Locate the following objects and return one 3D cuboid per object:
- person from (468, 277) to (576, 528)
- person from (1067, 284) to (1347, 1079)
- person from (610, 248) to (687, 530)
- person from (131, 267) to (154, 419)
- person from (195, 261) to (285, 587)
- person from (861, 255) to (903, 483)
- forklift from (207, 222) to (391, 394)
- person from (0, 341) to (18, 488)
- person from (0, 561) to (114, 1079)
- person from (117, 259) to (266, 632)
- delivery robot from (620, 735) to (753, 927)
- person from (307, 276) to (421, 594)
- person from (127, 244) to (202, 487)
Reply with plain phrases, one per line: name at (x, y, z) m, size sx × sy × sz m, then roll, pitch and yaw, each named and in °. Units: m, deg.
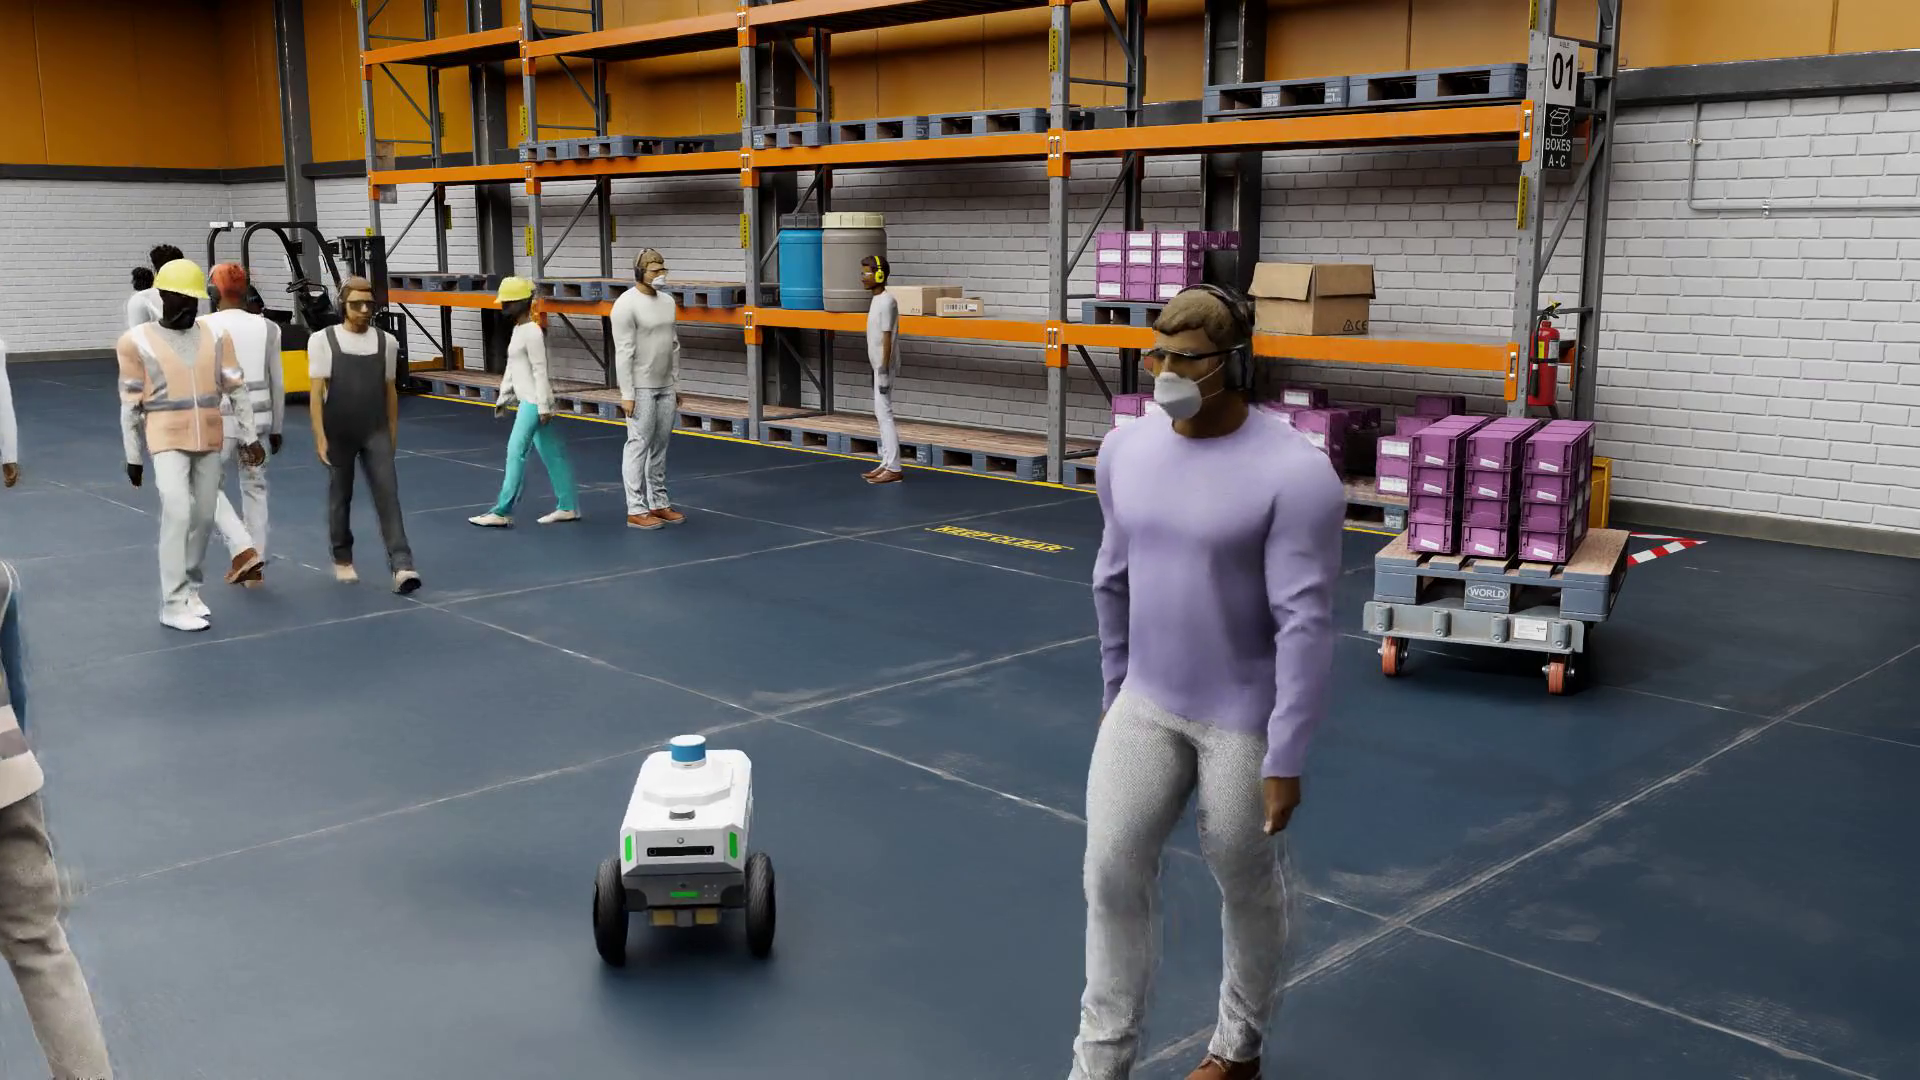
person at (-3.082, -0.943, 11.532) m, size 0.839 × 1.727 × 0.535 m, roll -4°, pitch 11°, yaw -20°
person at (0.457, 0.418, 3.605) m, size 0.662 × 1.910 × 0.830 m, roll 9°, pitch 14°, yaw 41°
person at (-2.158, -1.043, 11.534) m, size 0.361 × 1.936 × 0.627 m, roll 5°, pitch 11°, yaw 25°
person at (-8.846, -2.150, 18.261) m, size 0.583 × 1.681 × 0.540 m, roll 1°, pitch 10°, yaw 5°
person at (-4.129, -0.643, 9.488) m, size 0.398 × 1.877 × 0.613 m, roll 8°, pitch 13°, yaw 36°
person at (-0.648, -1.396, 13.666) m, size 0.318 × 1.860 × 0.511 m, roll -2°, pitch 11°, yaw -11°
forklift at (-8.169, -2.758, 20.163) m, size 2.313 × 2.155 × 1.214 m, roll -10°, pitch 14°, yaw -44°
person at (-5.226, -0.450, 8.576) m, size 1.002 × 1.829 × 0.596 m, roll 7°, pitch 13°, yaw 35°
person at (-2.221, 0.580, 3.588) m, size 0.867 × 1.586 × 0.552 m, roll 4°, pitch 11°, yaw 19°
person at (-4.034, -0.505, 8.699) m, size 0.640 × 1.899 × 0.602 m, roll 8°, pitch 13°, yaw 37°
delivery robot at (-0.792, 0.817, 4.890) m, size 0.477 × 0.478 × 0.707 m, roll -1°, pitch 10°, yaw -5°
person at (-3.408, -0.588, 9.434) m, size 0.533 × 1.790 × 0.982 m, roll -7°, pitch 13°, yaw -34°
person at (-6.080, -1.303, 12.897) m, size 0.510 × 1.945 × 0.609 m, roll 4°, pitch 11°, yaw 21°
